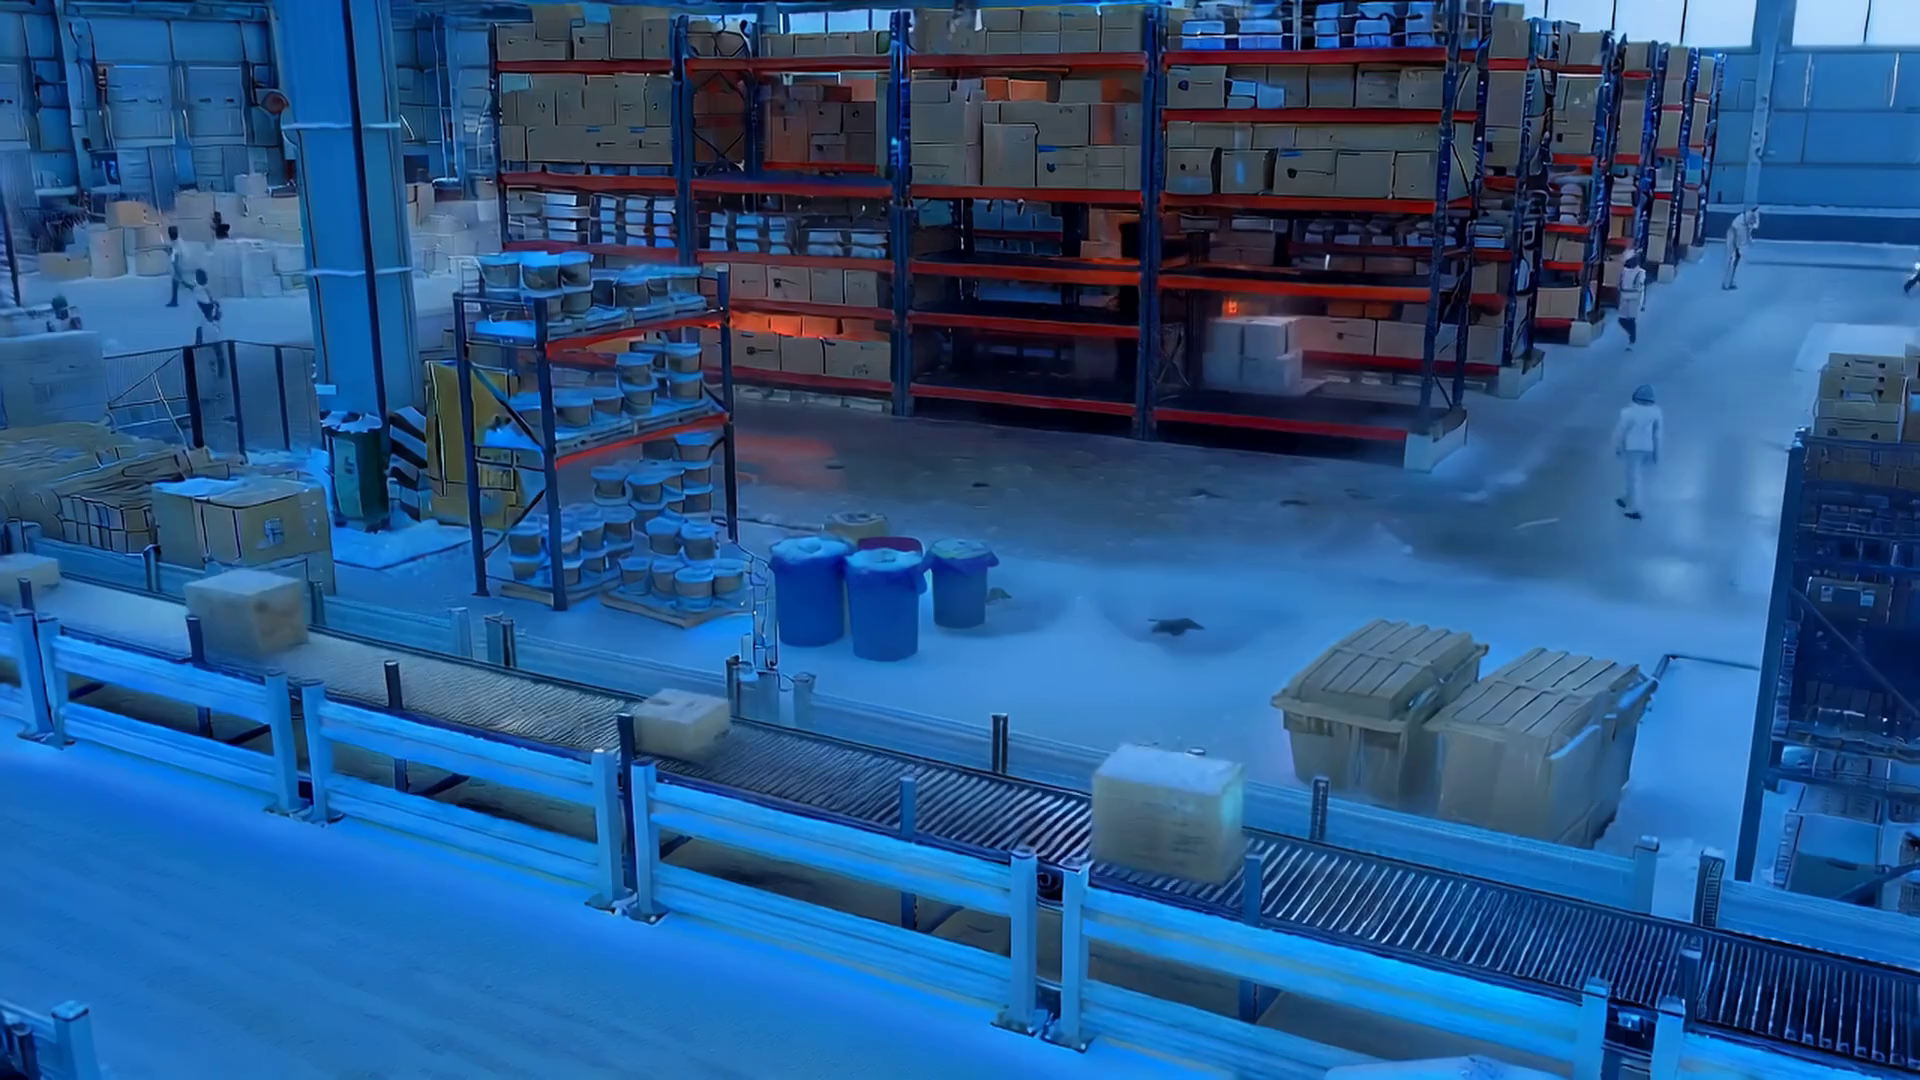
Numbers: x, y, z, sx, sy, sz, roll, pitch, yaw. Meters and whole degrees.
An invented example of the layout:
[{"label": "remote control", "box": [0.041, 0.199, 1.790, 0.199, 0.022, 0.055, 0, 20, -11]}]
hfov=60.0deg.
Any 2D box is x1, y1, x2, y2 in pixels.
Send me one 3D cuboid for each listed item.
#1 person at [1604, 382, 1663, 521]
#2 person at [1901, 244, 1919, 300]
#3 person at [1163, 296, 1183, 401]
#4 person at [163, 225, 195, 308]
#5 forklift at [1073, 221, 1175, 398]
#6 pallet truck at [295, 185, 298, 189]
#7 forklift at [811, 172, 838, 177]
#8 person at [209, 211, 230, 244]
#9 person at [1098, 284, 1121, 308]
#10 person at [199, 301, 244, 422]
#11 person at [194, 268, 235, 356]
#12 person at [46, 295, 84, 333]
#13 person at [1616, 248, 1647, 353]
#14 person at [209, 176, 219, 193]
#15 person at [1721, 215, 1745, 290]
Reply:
[{"label": "person", "box": [7.916, -1.066, 19.585, 0.537, 1.579, 0.825, -2, 15, -9]}, {"label": "person", "box": [23.482, -6.848, 40.616, 0.642, 1.955, 0.740, -12, 19, -39]}, {"label": "person", "box": [3.456, -3.112, 27.064, 0.317, 1.695, 0.540, -3, 15, -10]}, {"label": "person", "box": [-18.319, -6.441, 39.156, 0.906, 1.933, 0.598, -8, 17, -29]}, {"label": "forklift", "box": [2.944, -3.875, 27.666, 1.873, 2.768, 1.129, 8, 17, 28]}, {"label": "pallet truck", "box": [-26.804, -14.617, 69.738, 1.885, 1.965, 0.823, -14, 20, -42]}, {"label": "forklift", "box": [-4.464, -11.085, 54.772, 1.129, 2.768, 1.873, 8, 17, 28]}, {"label": "person", "box": [-19.510, -7.709, 43.936, 0.399, 1.913, 0.590, 7, 16, 25]}, {"label": "person", "box": [2.535, -3.606, 28.523, 0.409, 1.908, 0.639, -3, 15, -11]}, {"label": "person", "box": [-11.264, -2.679, 25.129, 0.609, 1.858, 0.530, -12, 19, -37]}, {"label": "person", "box": [-14.283, -4.331, 31.691, 0.771, 1.663, 0.555, -2, 15, -6]}, {"label": "person", "box": [-13.574, -2.763, 25.292, 0.552, 1.935, 0.374, -1, 15, -5]}, {"label": "person", "box": [12.981, -4.620, 32.128, 0.554, 2.014, 0.710, -8, 17, -28]}, {"label": "person", "box": [-31.337, -14.451, 69.841, 0.517, 1.624, 0.656, 7, 16, 24]}, {"label": "person", "box": [19.942, -7.383, 42.749, 0.641, 1.899, 0.397, -11, 19, -36]}]
